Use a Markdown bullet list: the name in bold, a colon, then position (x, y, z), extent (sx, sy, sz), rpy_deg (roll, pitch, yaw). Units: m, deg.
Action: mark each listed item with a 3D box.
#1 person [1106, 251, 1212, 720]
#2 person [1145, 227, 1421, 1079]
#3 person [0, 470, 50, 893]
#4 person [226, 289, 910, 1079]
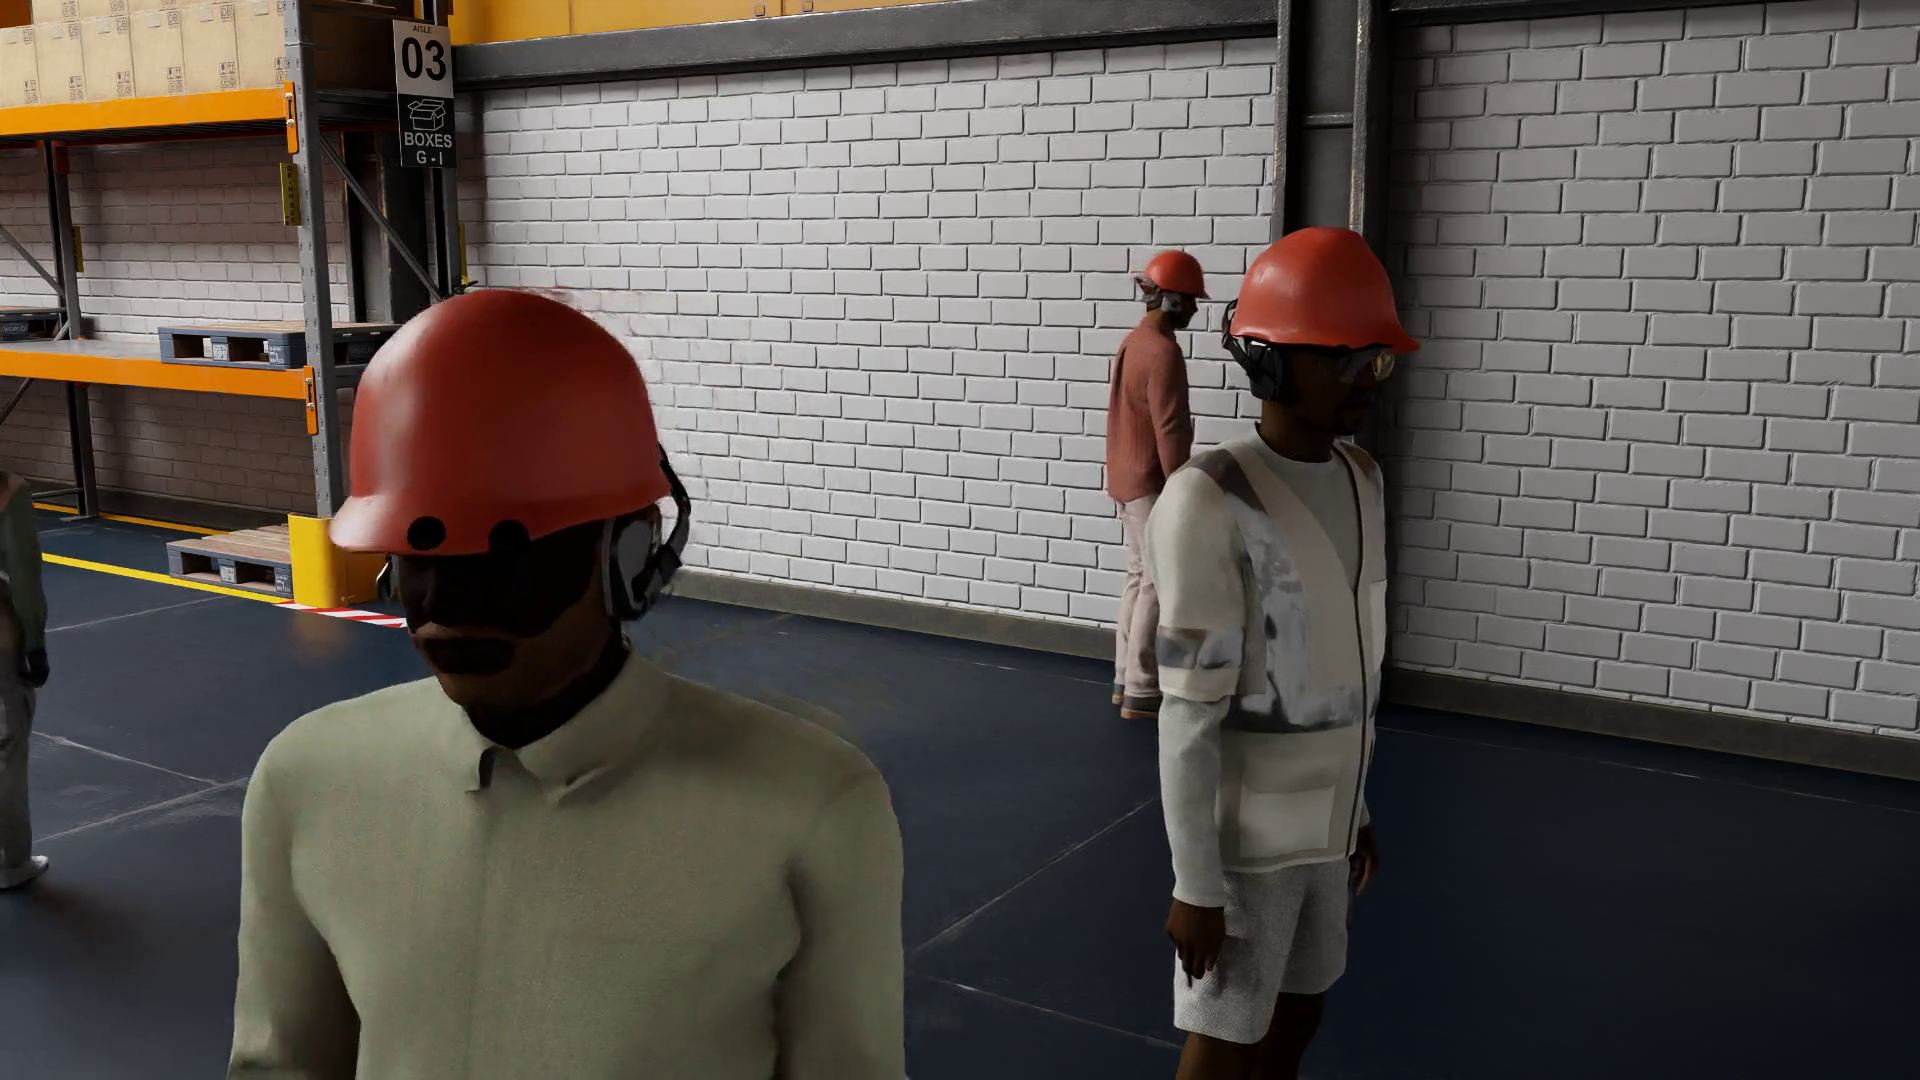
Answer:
- **person**: position (0.838, -0.225, 7.061), extent (0.451, 1.972, 0.636), rpy_deg (-2, 10, -9)
- **person**: position (0.575, 0.494, 2.889), extent (0.391, 2.040, 0.615), rpy_deg (9, 13, 40)
- **person**: position (-3.014, 0.325, 4.980), extent (0.526, 1.620, 0.554), rpy_deg (-1, 10, -5)
- **person**: position (-0.353, 0.775, 1.504), extent (0.611, 1.978, 0.453), rpy_deg (3, 11, 16)
